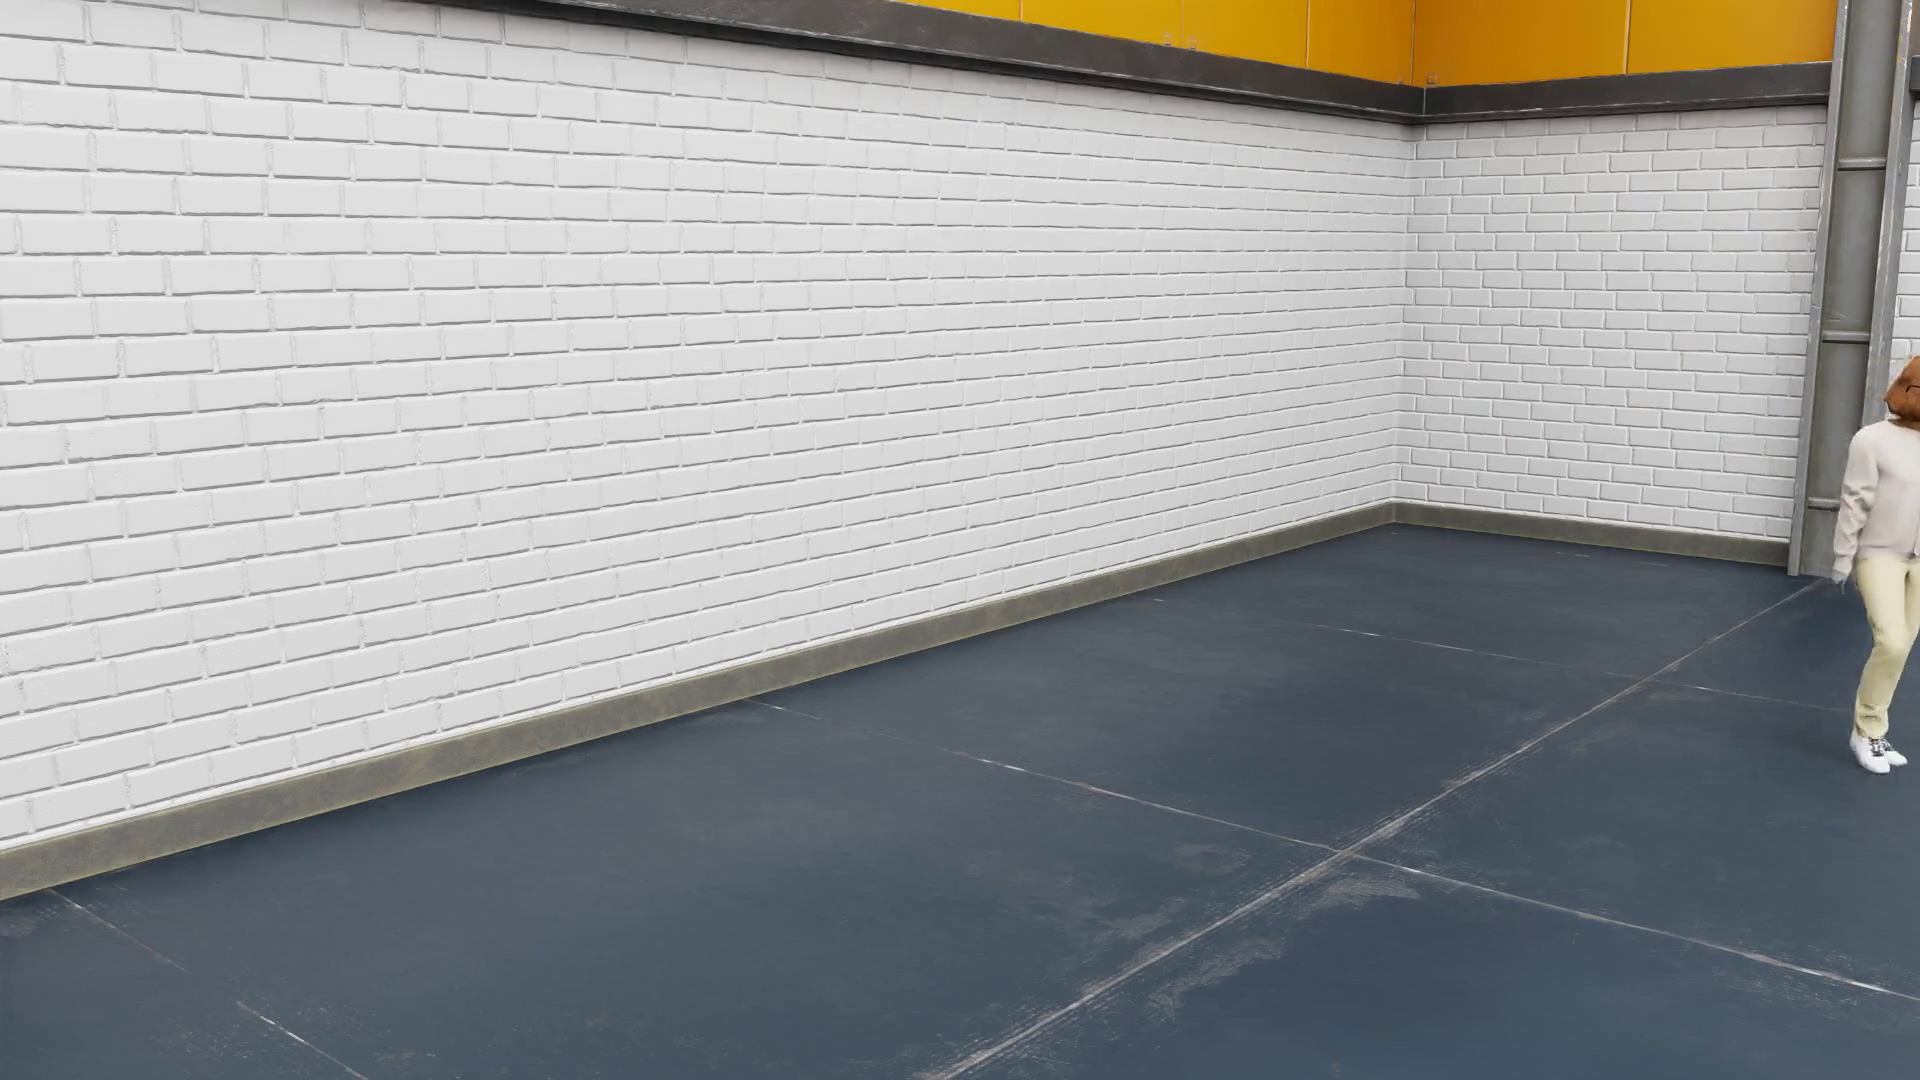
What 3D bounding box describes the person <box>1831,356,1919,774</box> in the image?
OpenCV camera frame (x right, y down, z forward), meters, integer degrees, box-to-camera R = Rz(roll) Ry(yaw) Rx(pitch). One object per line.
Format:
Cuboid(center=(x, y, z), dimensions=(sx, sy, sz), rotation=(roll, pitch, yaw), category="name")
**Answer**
Cuboid(center=(3.646, 0.102, 6.402), dimensions=(0.522, 1.612, 0.497), rotation=(-2, 10, -10), category="person")
